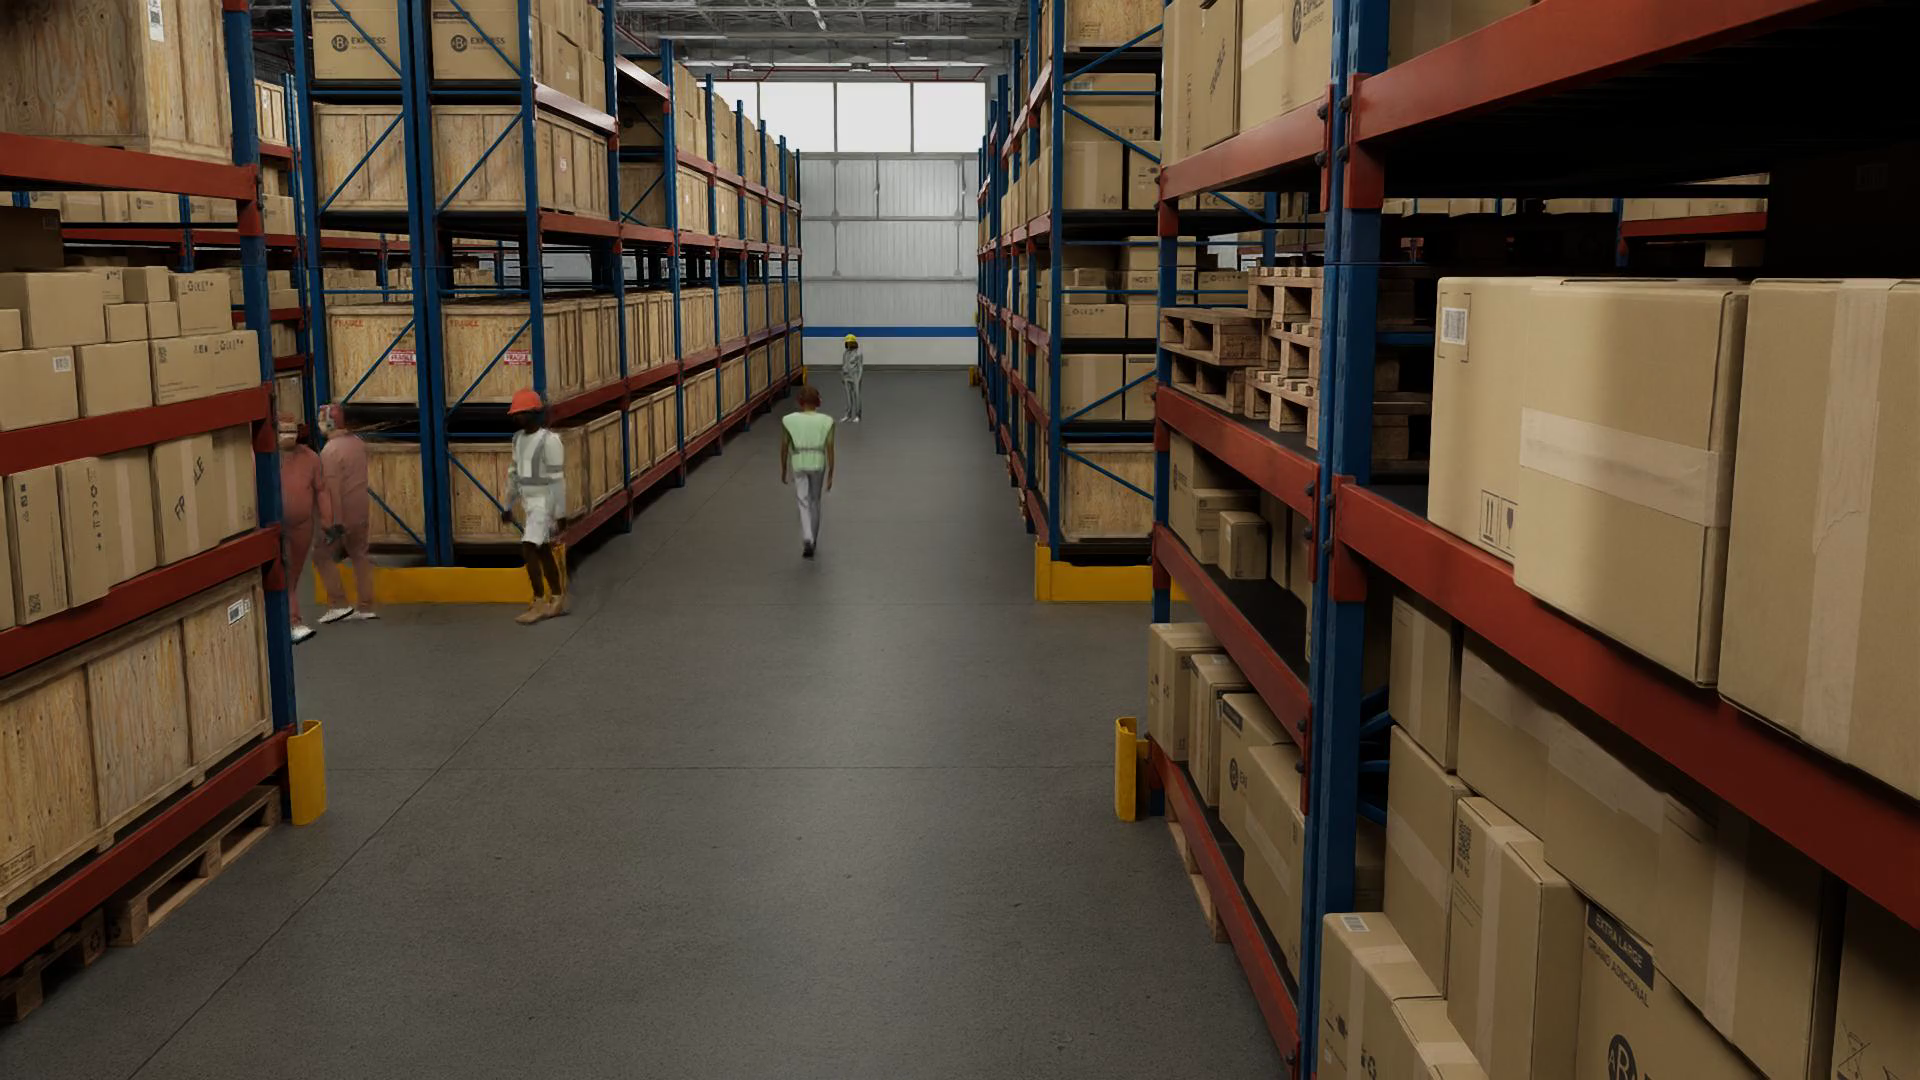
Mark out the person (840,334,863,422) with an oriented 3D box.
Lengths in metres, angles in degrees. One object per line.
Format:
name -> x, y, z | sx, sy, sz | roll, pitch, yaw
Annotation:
person -> -2.148, -3.209, 33.011 | 0.487, 1.744, 0.312 | 7, 11, 36

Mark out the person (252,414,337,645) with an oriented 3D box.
person -> -5.467, -0.095, 13.596 | 0.995, 1.854, 0.647 | 8, 12, 41

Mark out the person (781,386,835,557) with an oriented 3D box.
person -> -1.604, -0.740, 17.713 | 0.563, 1.802, 0.952 | -2, 10, -14

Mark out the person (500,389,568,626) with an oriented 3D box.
person -> -3.686, -0.279, 14.220 | 0.729, 2.014, 0.615 | -8, 12, -41

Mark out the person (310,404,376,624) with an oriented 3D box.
person -> -5.321, -0.222, 14.272 | 0.552, 1.889, 0.665 | 1, 9, 9
